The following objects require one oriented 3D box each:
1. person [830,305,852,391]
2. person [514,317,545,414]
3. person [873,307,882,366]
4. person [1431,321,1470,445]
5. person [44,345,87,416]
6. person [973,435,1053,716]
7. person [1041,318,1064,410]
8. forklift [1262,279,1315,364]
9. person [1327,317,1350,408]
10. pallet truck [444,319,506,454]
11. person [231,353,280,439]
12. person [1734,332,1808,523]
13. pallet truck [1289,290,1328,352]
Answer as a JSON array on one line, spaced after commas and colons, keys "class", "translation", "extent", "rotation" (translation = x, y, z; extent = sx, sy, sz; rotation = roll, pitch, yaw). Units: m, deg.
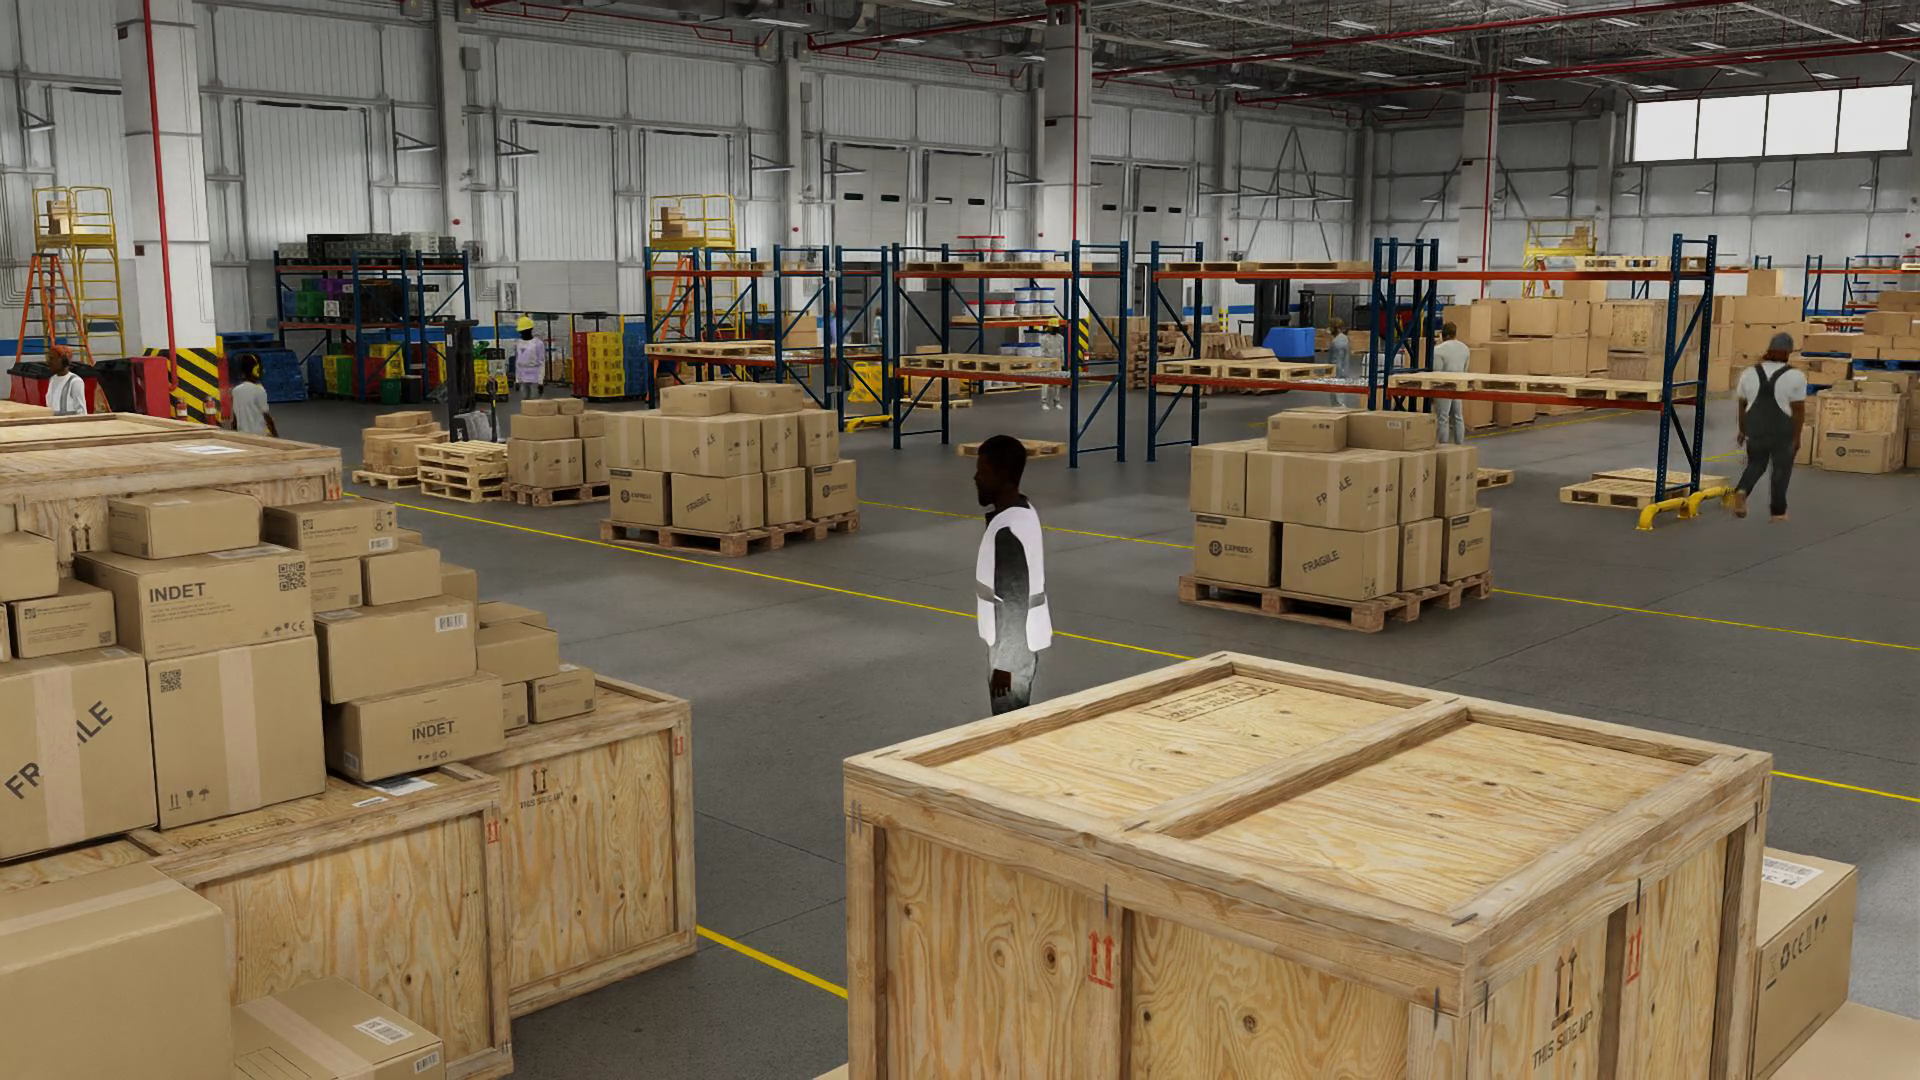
[{"class": "person", "translation": [-2.599, -4.139, 35.955], "extent": [0.562, 1.895, 0.988], "rotation": [2, 10, 15]}, {"class": "person", "translation": [-6.678, -2.474, 25.722], "extent": [0.642, 1.916, 0.407], "rotation": [5, 11, 30]}, {"class": "person", "translation": [-2.158, -5.385, 44.388], "extent": [0.314, 1.633, 0.520], "rotation": [-1, 9, -6]}, {"class": "person", "translation": [6.807, -2.071, 23.170], "extent": [0.625, 1.931, 0.378], "rotation": [-5, 10, -27]}, {"class": "person", "translation": [-9.205, -1.068, 17.139], "extent": [0.575, 1.884, 0.355], "rotation": [6, 11, 33]}, {"class": "person", "translation": [0.233, 0.481, 7.537], "extent": [0.375, 1.917, 0.597], "rotation": [1, 9, 4]}, {"class": "person", "translation": [1.756, -3.317, 31.392], "extent": [0.487, 1.736, 0.320], "rotation": [-4, 10, -24]}, {"class": "forklift", "translation": [8.555, -6.090, 44.881], "extent": [1.873, 2.768, 1.129], "rotation": [9, 13, 43]}, {"class": "person", "translation": [5.795, -2.453, 25.523], "extent": [0.364, 1.930, 0.630], "rotation": [3, 10, 16]}, {"class": "pallet truck", "translation": [-6.981, -1.942, 22.150], "extent": [1.885, 1.965, 0.823], "rotation": [1, 9, 9]}, {"class": "person", "translation": [-7.103, -0.958, 16.692], "extent": [0.521, 1.823, 0.995], "rotation": [8, 12, 40]}, {"class": "person", "translation": [8.418, -1.169, 17.279], "extent": [0.734, 2.000, 0.689], "rotation": [-8, 12, -41]}, {"class": "pallet truck", "translation": [11.297, -6.951, 52.861], "extent": [1.885, 1.965, 0.823], "rotation": [-5, 11, -29]}]
